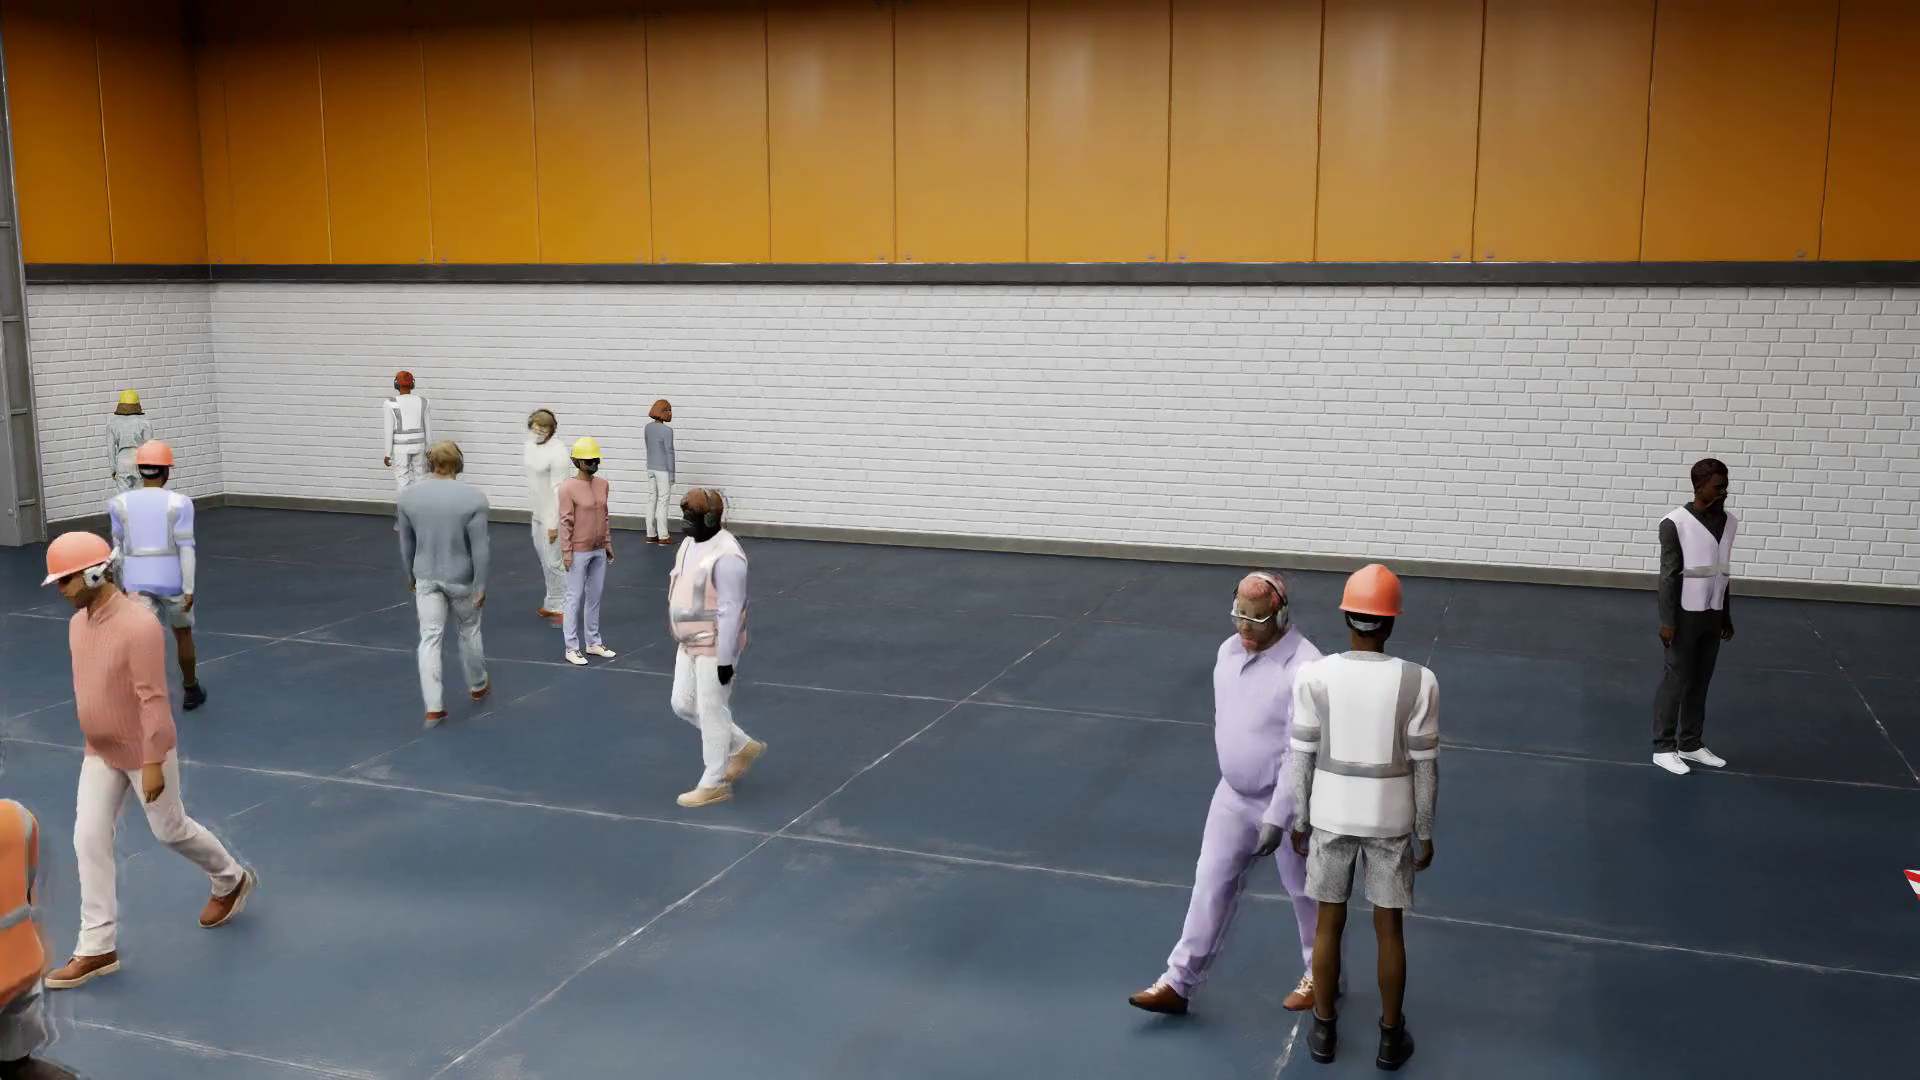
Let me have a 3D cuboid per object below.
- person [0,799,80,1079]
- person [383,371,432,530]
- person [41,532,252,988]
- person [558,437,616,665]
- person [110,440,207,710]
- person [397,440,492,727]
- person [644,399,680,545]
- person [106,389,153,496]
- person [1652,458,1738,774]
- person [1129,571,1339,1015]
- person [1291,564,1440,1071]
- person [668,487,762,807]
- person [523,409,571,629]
[{"bbox_3d":[-2.960,1.372,5.177,0.635,1.678,0.539,1,9,4],"label":"person"},{"bbox_3d":[-6.477,-1.042,19.525,0.585,1.880,0.344,-8,12,-42],"label":"person"},{"bbox_3d":[-3.619,0.898,7.346,0.641,1.931,0.985,4,10,25],"label":"person"},{"bbox_3d":[-2.886,0.078,12.935,0.326,1.767,0.533,5,11,30],"label":"person"},{"bbox_3d":[-5.433,0.271,11.308,0.557,1.896,0.870,-2,9,-12],"label":"person"},{"bbox_3d":[-3.492,0.262,11.392,0.650,1.896,0.986,0,9,-2],"label":"person"},{"bbox_3d":[-3.328,-0.752,18.518,0.495,1.627,0.272,9,13,44],"label":"person"},{"bbox_3d":[-9.138,-0.790,18.391,0.490,1.743,0.324,-1,9,-9],"label":"person"},{"bbox_3d":[4.479,0.451,10.149,0.596,1.916,0.380,-5,10,-28],"label":"person"},{"bbox_3d":[1.189,1.046,6.683,0.957,1.846,0.635,-7,11,-36],"label":"person"},{"bbox_3d":[1.542,1.052,6.366,0.551,1.935,0.373,3,10,17],"label":"person"},{"bbox_3d":[-1.406,0.601,9.486,0.492,1.831,0.646,-6,11,-31],"label":"person"},{"bbox_3d":[-3.558,-0.196,14.276,0.382,1.901,0.794,-7,11,-36],"label":"person"}]
